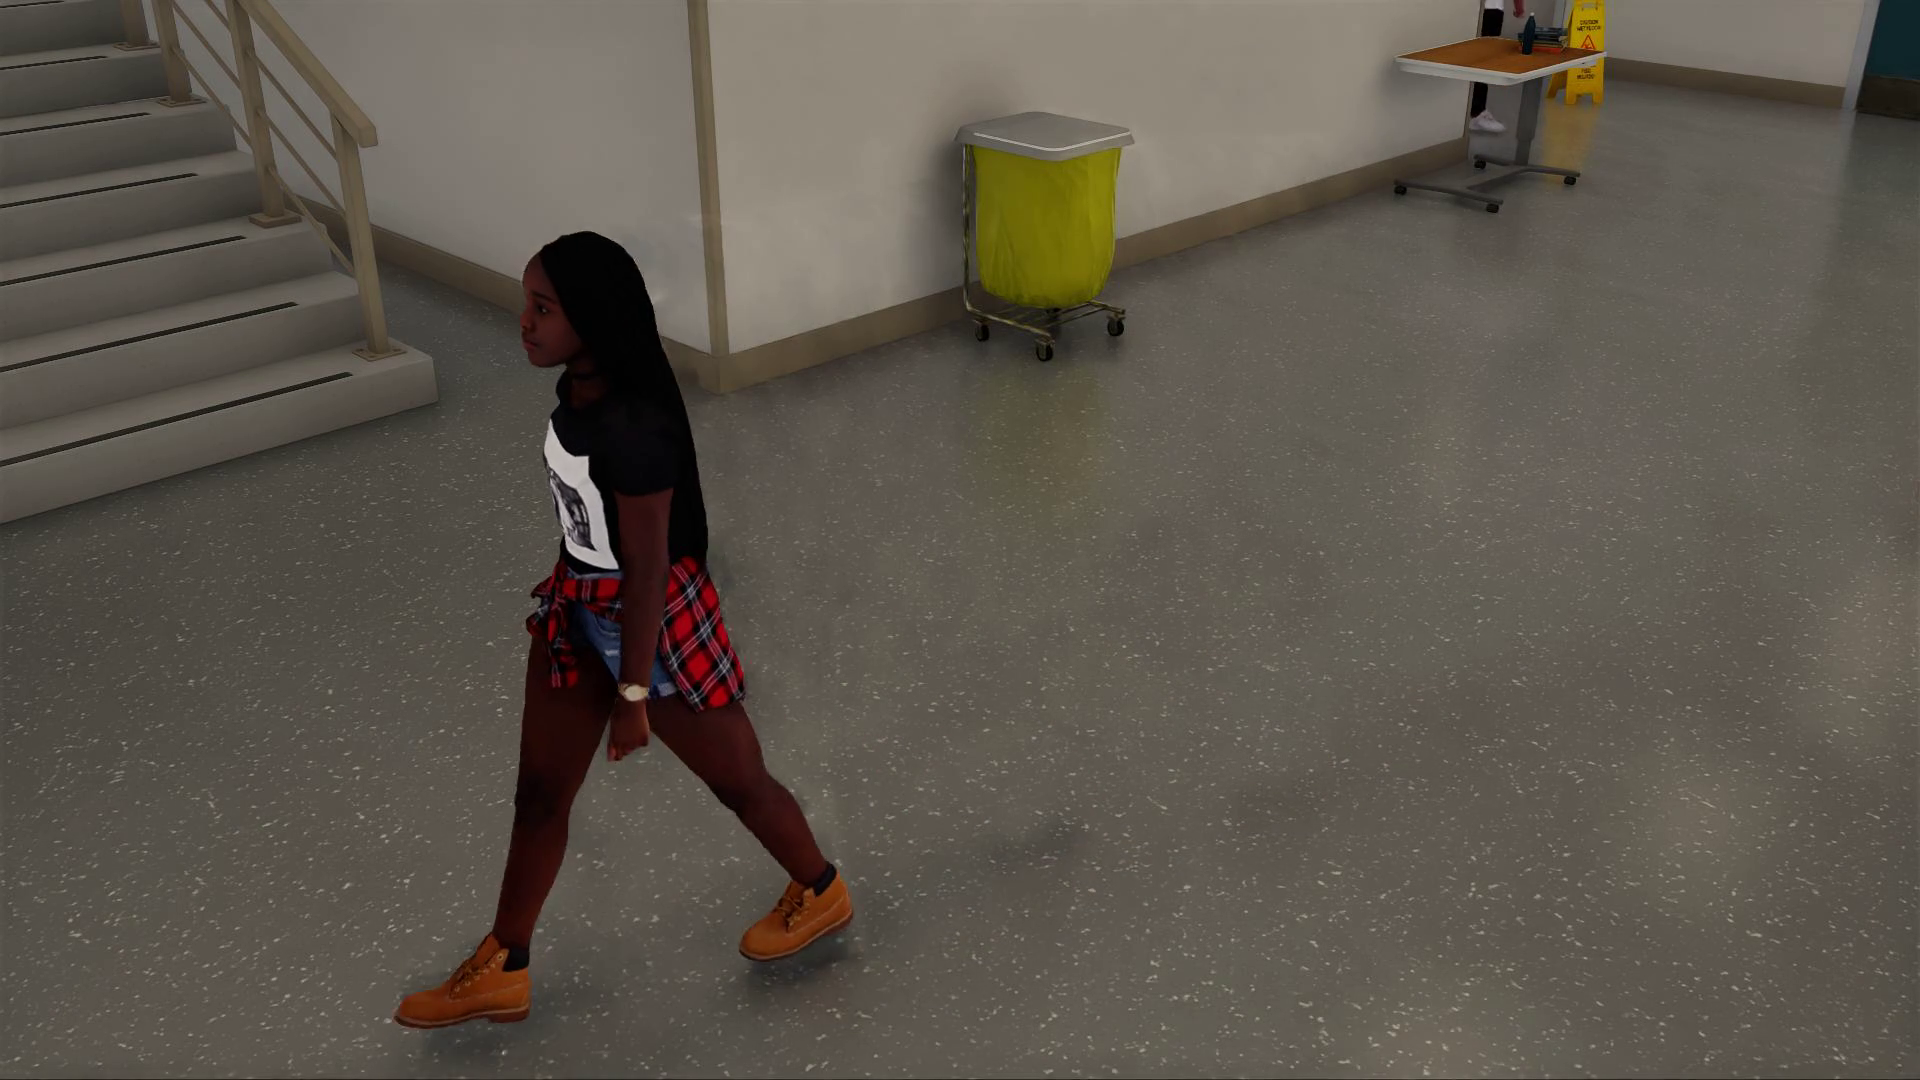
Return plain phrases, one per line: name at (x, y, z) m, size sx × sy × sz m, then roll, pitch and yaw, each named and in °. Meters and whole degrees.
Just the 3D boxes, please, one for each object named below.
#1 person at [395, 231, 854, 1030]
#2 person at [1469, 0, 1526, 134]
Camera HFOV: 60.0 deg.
person at (-0.549, 0.238, 3.328) m, size 0.836 × 1.663 × 1.197 m, roll -16°, pitch 30°, yaw -29°
person at (3.528, -3.720, 11.400) m, size 0.793 × 1.783 × 0.636 m, roll 23°, pitch 34°, yaw 38°
